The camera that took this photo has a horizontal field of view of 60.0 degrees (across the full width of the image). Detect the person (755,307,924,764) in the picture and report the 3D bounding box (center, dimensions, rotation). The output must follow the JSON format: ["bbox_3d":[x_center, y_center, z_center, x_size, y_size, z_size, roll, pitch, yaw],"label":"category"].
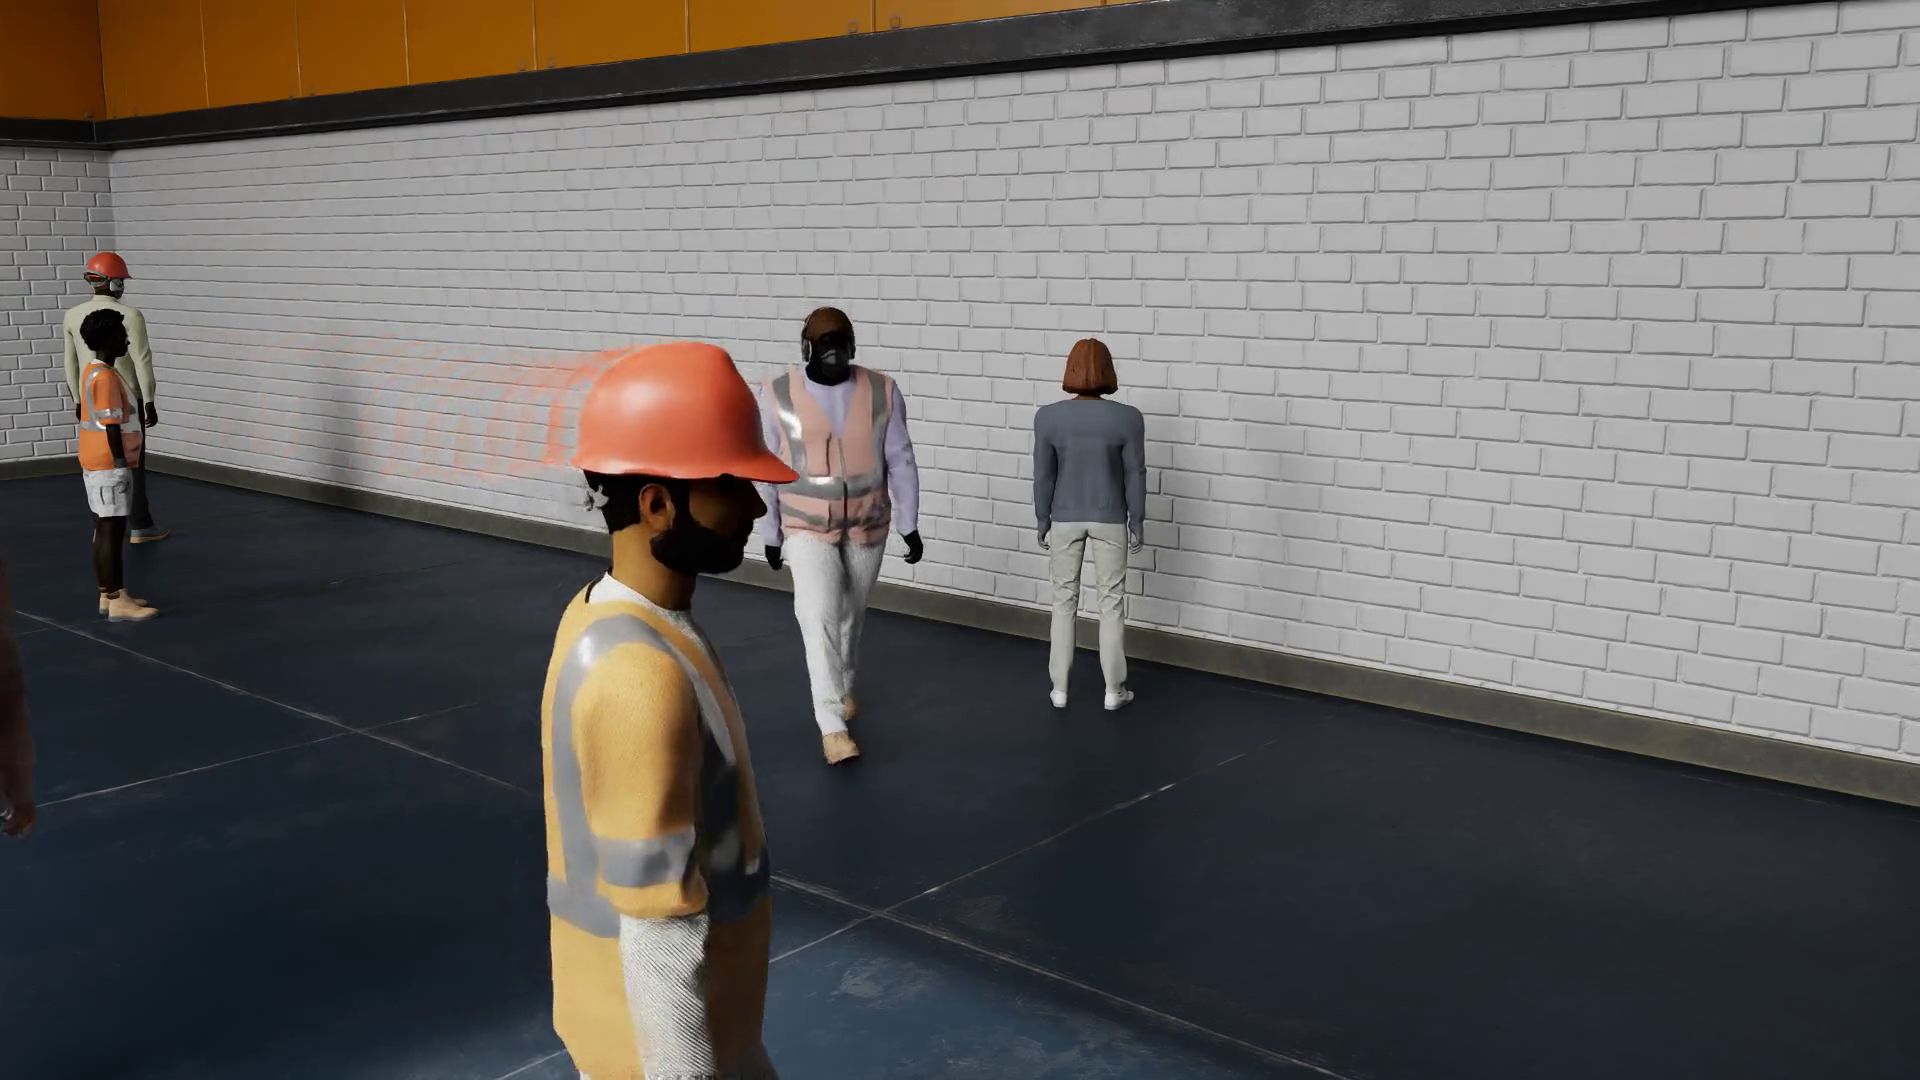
[{"bbox_3d":[-0.506,-0.052,6.813,0.638,1.798,0.984,-3,10,-17],"label":"person"}]

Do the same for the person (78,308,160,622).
[{"bbox_3d":[-4.625,-0.407,9.077,0.322,1.697,0.535,-6,12,-32],"label":"person"}]

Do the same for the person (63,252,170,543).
[{"bbox_3d":[-5.812,-0.973,11.450,0.623,1.992,0.397,2,10,9],"label":"person"}]

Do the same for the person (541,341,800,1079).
[{"bbox_3d":[-0.487,0.671,2.369,0.912,1.906,0.555,-2,10,-9],"label":"person"}]

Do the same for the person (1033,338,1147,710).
[{"bbox_3d":[0.568,-0.065,7.302,0.500,1.636,0.282,2,10,12],"label":"person"}]

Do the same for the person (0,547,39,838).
[{"bbox_3d":[-2.189,0.558,3.447,0.439,1.743,0.590,4,11,20],"label":"person"}]
